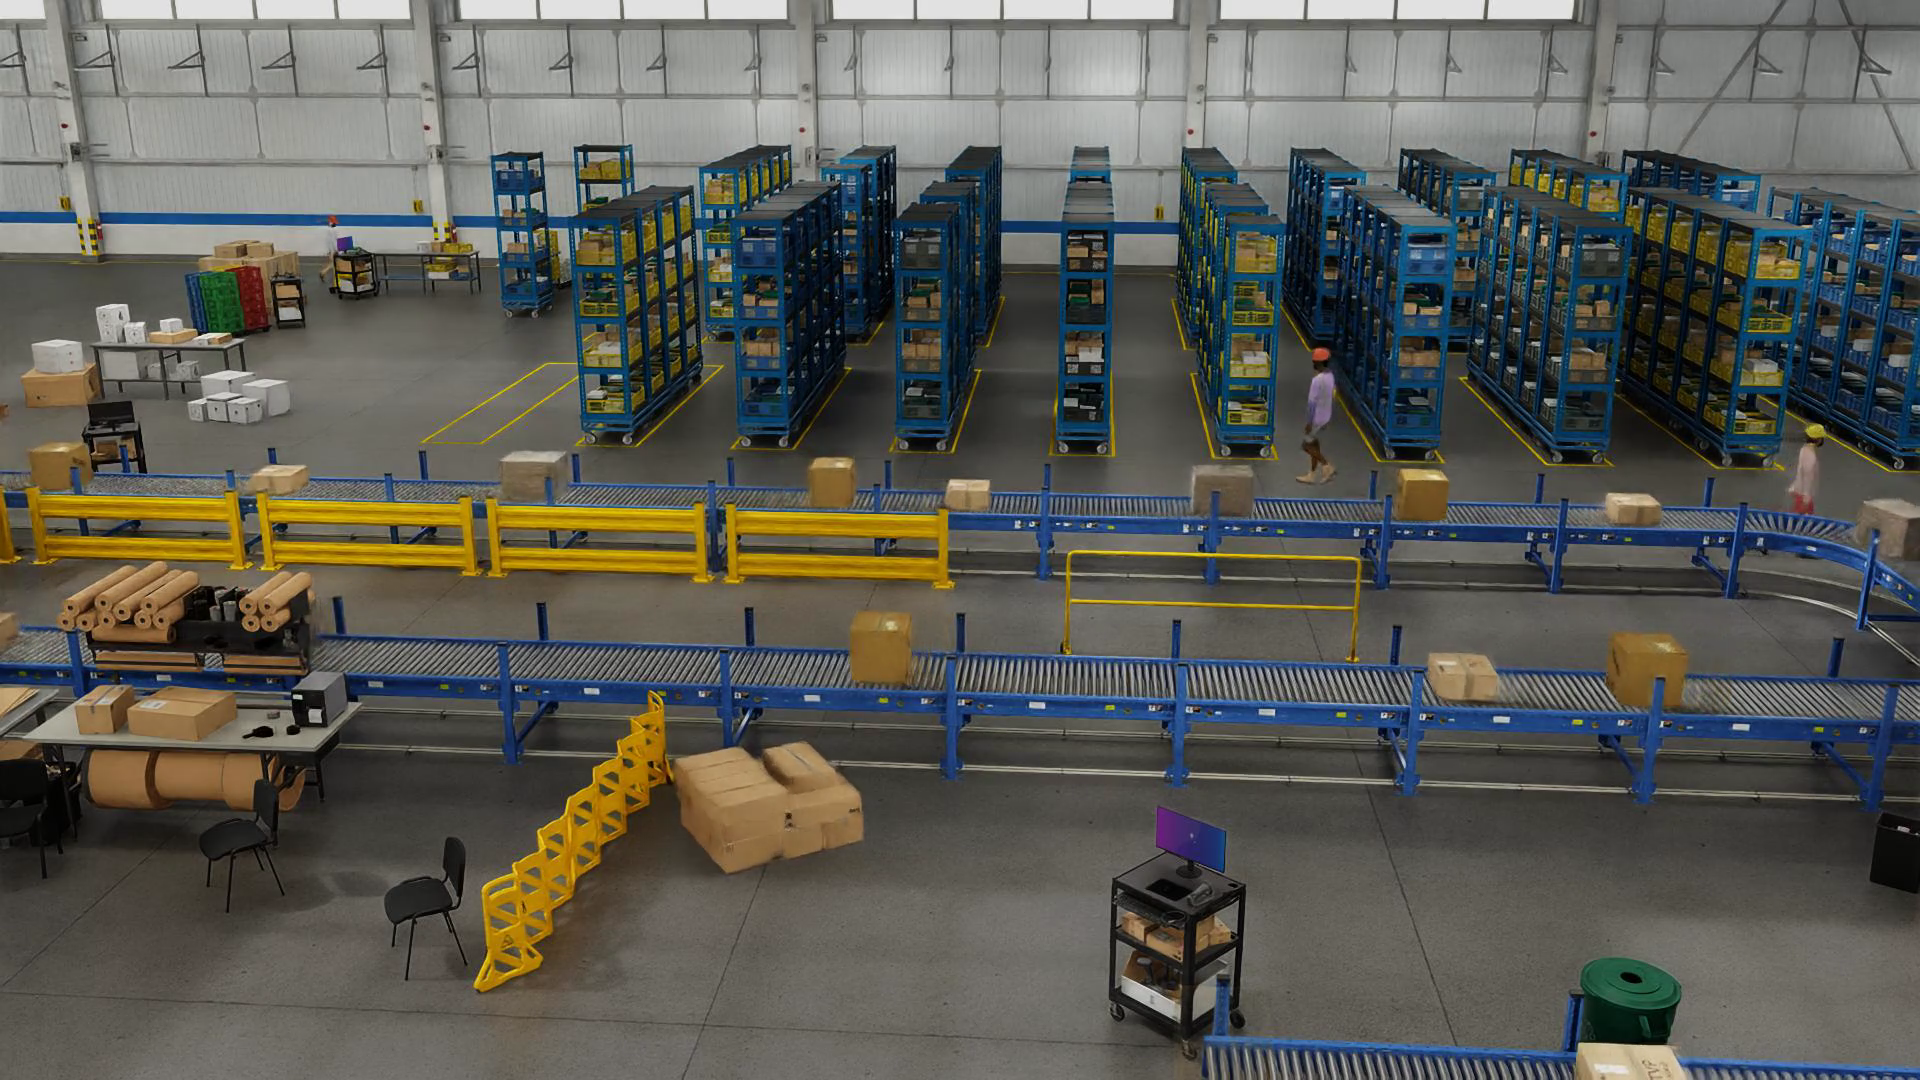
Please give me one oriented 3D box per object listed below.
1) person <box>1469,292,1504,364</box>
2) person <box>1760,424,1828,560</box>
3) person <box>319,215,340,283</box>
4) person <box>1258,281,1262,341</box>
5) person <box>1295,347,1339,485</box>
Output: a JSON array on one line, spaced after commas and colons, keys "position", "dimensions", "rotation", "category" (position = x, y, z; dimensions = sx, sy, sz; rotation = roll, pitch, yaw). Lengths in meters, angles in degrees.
[{"position": [10.365, -4.231, 31.824], "dimensions": [1.043, 1.937, 0.653], "rotation": [2, 18, 8], "category": "person"}, {"position": [10.385, -0.598, 20.608], "dimensions": [0.746, 1.744, 0.530], "rotation": [5, 18, 17], "category": "person"}, {"position": [-15.887, -7.347, 42.049], "dimensions": [0.685, 1.719, 0.570], "rotation": [-9, 19, -26], "category": "person"}, {"position": [5.920, -4.674, 33.368], "dimensions": [0.375, 1.843, 0.575], "rotation": [5, 18, 14], "category": "person"}, {"position": [5.145, -1.747, 23.777], "dimensions": [0.578, 2.030, 0.638], "rotation": [11, 21, 32], "category": "person"}]
